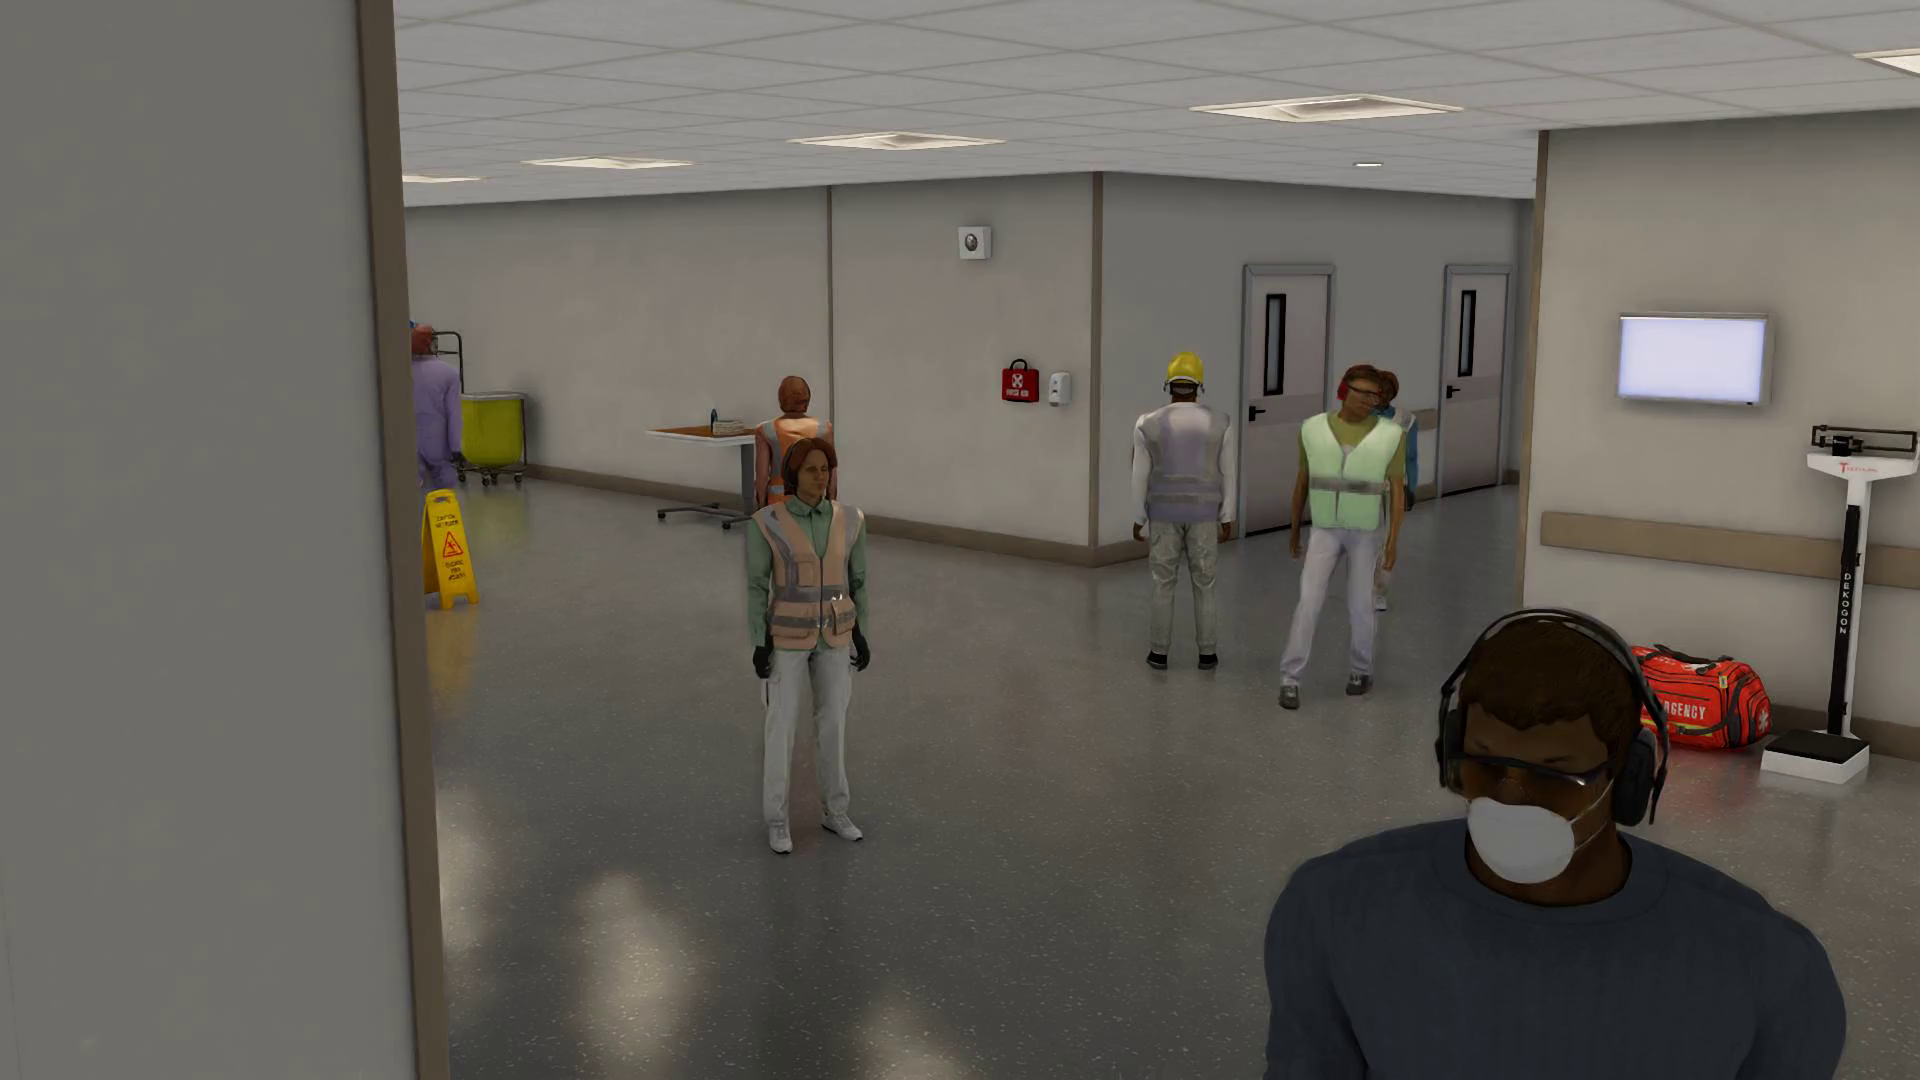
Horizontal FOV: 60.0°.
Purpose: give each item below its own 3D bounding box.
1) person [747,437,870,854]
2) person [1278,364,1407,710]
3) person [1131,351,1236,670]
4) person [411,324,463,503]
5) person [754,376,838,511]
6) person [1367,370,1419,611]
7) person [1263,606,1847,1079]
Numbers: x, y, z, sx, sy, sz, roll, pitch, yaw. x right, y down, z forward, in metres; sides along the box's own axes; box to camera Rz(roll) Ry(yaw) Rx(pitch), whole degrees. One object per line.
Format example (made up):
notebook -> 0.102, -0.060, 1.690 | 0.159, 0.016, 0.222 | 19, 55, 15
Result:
person -> -0.601, 0.409, 6.618 | 0.516, 1.644, 0.309 | -5, 10, -28
person -> 2.035, -0.023, 8.826 | 0.608, 1.796, 0.704 | 4, 10, 22
person -> 1.276, -0.162, 9.538 | 0.589, 1.834, 0.403 | 1, 9, 4
person -> -4.277, -0.781, 13.235 | 0.653, 1.871, 0.959 | 0, 9, 1
person -> -1.020, -0.200, 10.366 | 0.522, 1.638, 0.310 | -2, 10, -14
person -> 2.808, -0.328, 11.179 | 0.530, 1.623, 0.365 | 2, 9, 11
person -> 0.644, 1.023, 1.950 | 0.638, 1.936, 0.356 | 3, 10, 20
